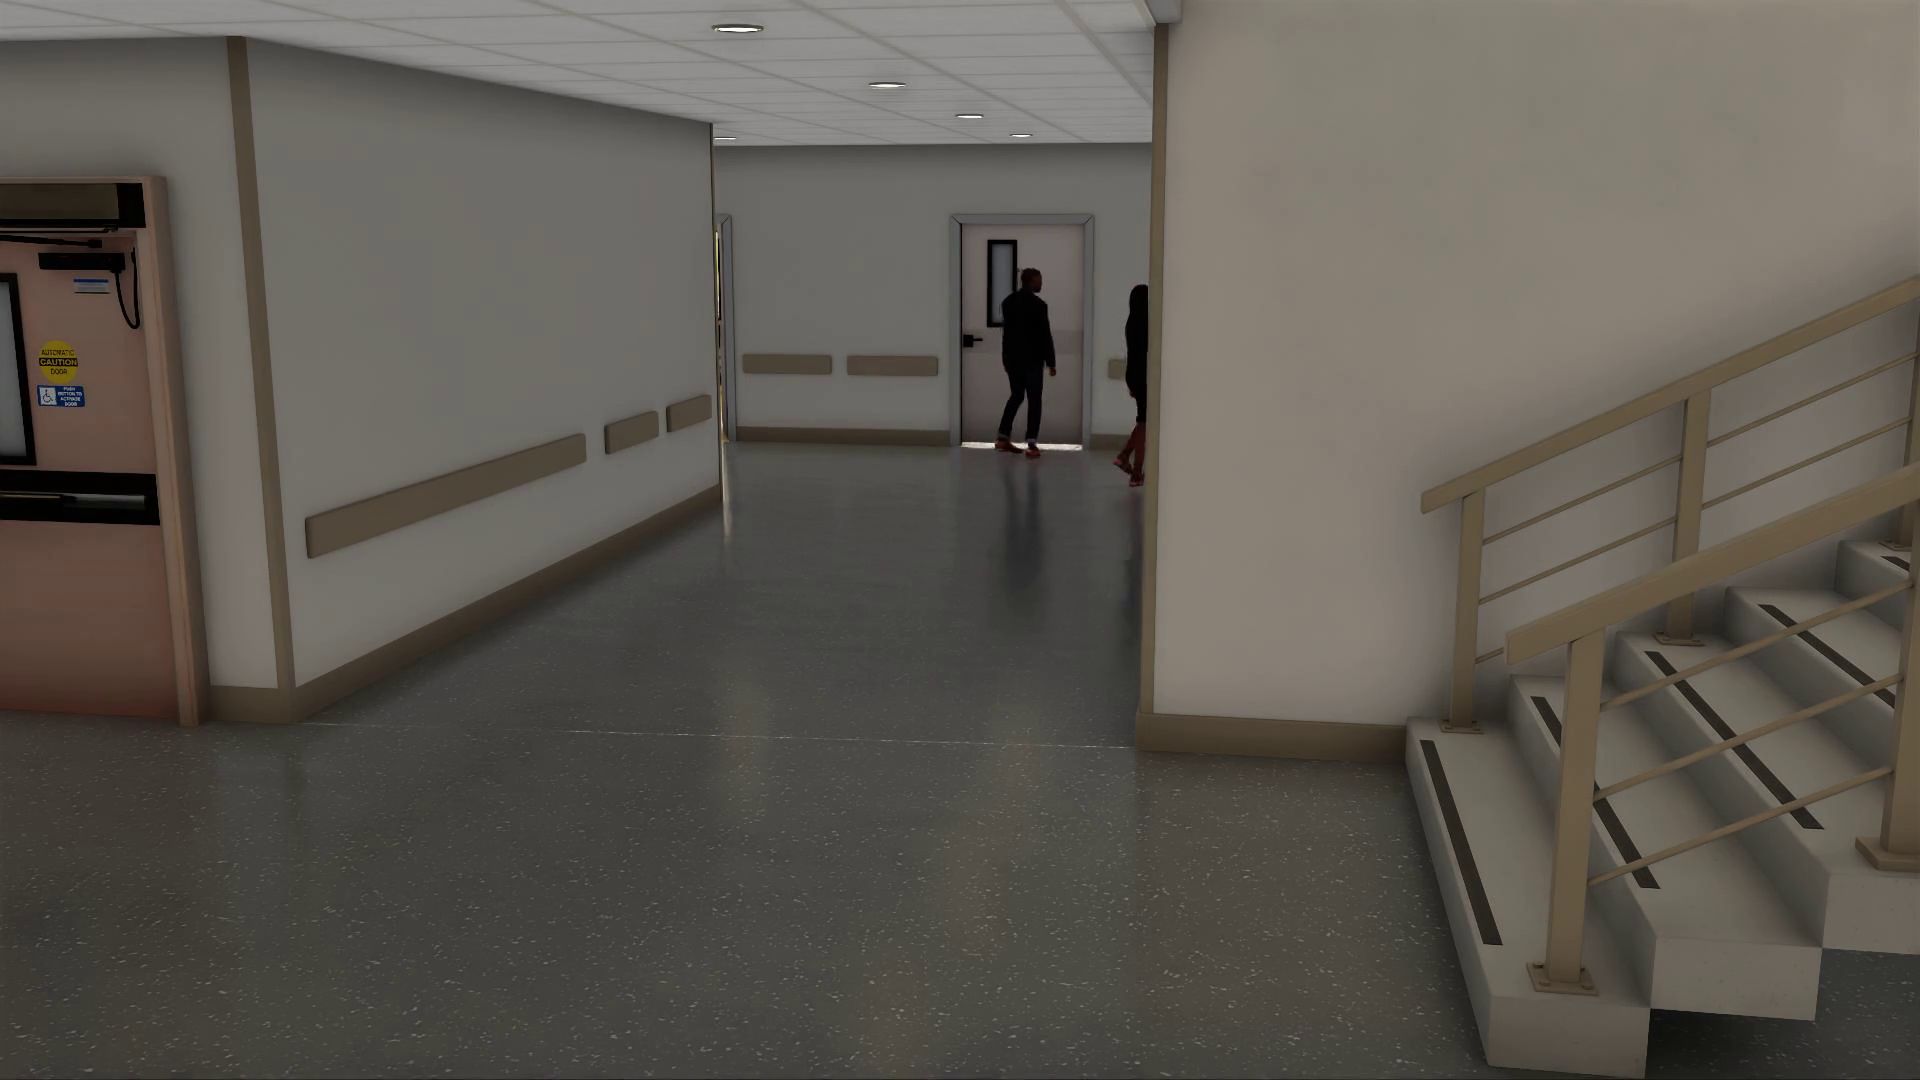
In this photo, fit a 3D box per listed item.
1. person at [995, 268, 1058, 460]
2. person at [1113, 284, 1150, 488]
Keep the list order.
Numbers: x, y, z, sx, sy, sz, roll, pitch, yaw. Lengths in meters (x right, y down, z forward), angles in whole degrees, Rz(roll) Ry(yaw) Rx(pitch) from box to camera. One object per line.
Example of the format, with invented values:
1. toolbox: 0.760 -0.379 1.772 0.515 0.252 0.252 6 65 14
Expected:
1. person: 0.614 -1.678 15.855 0.838 1.804 0.938 7 13 34
2. person: 1.463 -1.290 14.060 0.773 1.710 0.734 -2 11 -12
